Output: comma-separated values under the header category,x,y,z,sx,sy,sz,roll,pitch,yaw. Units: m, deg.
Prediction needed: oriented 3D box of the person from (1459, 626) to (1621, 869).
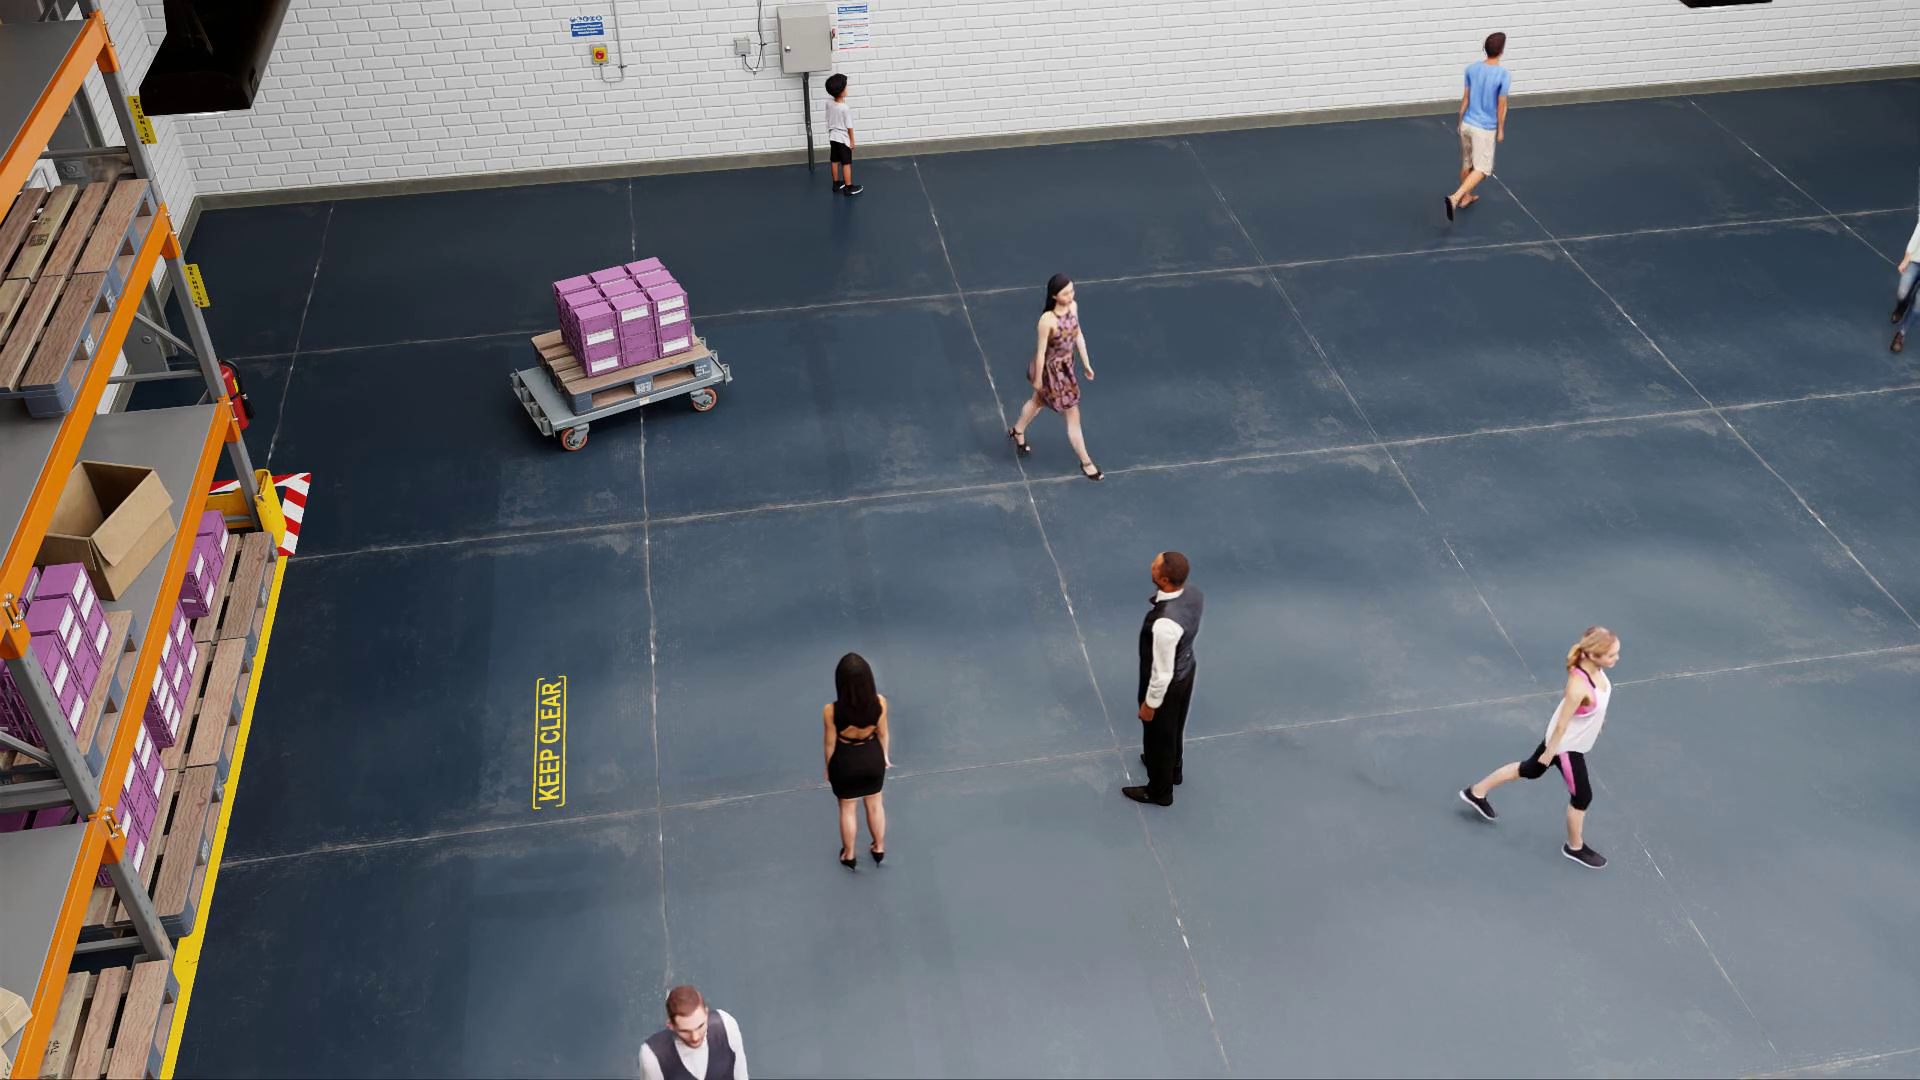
category,x,y,z,sx,sy,sz,roll,pitch,yaw
person,3.491,1.156,9.843,1.120,1.745,1.159,17,42,21

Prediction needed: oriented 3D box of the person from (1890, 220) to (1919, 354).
category,x,y,z,sx,sy,sz,roll,pitch,yaw
person,8.411,-2.441,14.435,0.830,1.635,0.903,21,43,24

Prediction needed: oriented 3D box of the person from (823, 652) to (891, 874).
category,x,y,z,sx,sy,sz,roll,pitch,yaw
person,-0.598,1.326,9.709,0.570,1.647,0.525,-12,40,-15

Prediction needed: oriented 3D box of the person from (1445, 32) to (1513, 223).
category,x,y,z,sx,sy,sz,roll,pitch,yaw
person,5.032,-3.995,16.213,1.027,1.845,1.071,-30,48,-32

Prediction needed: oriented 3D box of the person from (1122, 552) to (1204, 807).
category,x,y,z,sx,sy,sz,roll,pitch,yaw
person,1.255,0.844,10.097,0.843,1.917,0.741,17,42,20

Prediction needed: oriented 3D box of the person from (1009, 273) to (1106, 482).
category,x,y,z,sx,sy,sz,roll,pitch,yaw
person,0.682,-1.305,12.947,1.156,1.717,1.117,22,44,25

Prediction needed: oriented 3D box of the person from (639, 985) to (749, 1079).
category,x,y,z,sx,sy,sz,roll,pitch,yaw
person,-1.246,2.642,7.842,0.782,1.920,0.856,-16,41,-19

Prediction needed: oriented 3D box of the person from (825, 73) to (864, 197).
category,x,y,z,sx,sy,sz,roll,pitch,yaw
person,-1.210,-4.100,16.812,0.577,1.262,0.642,27,46,30
